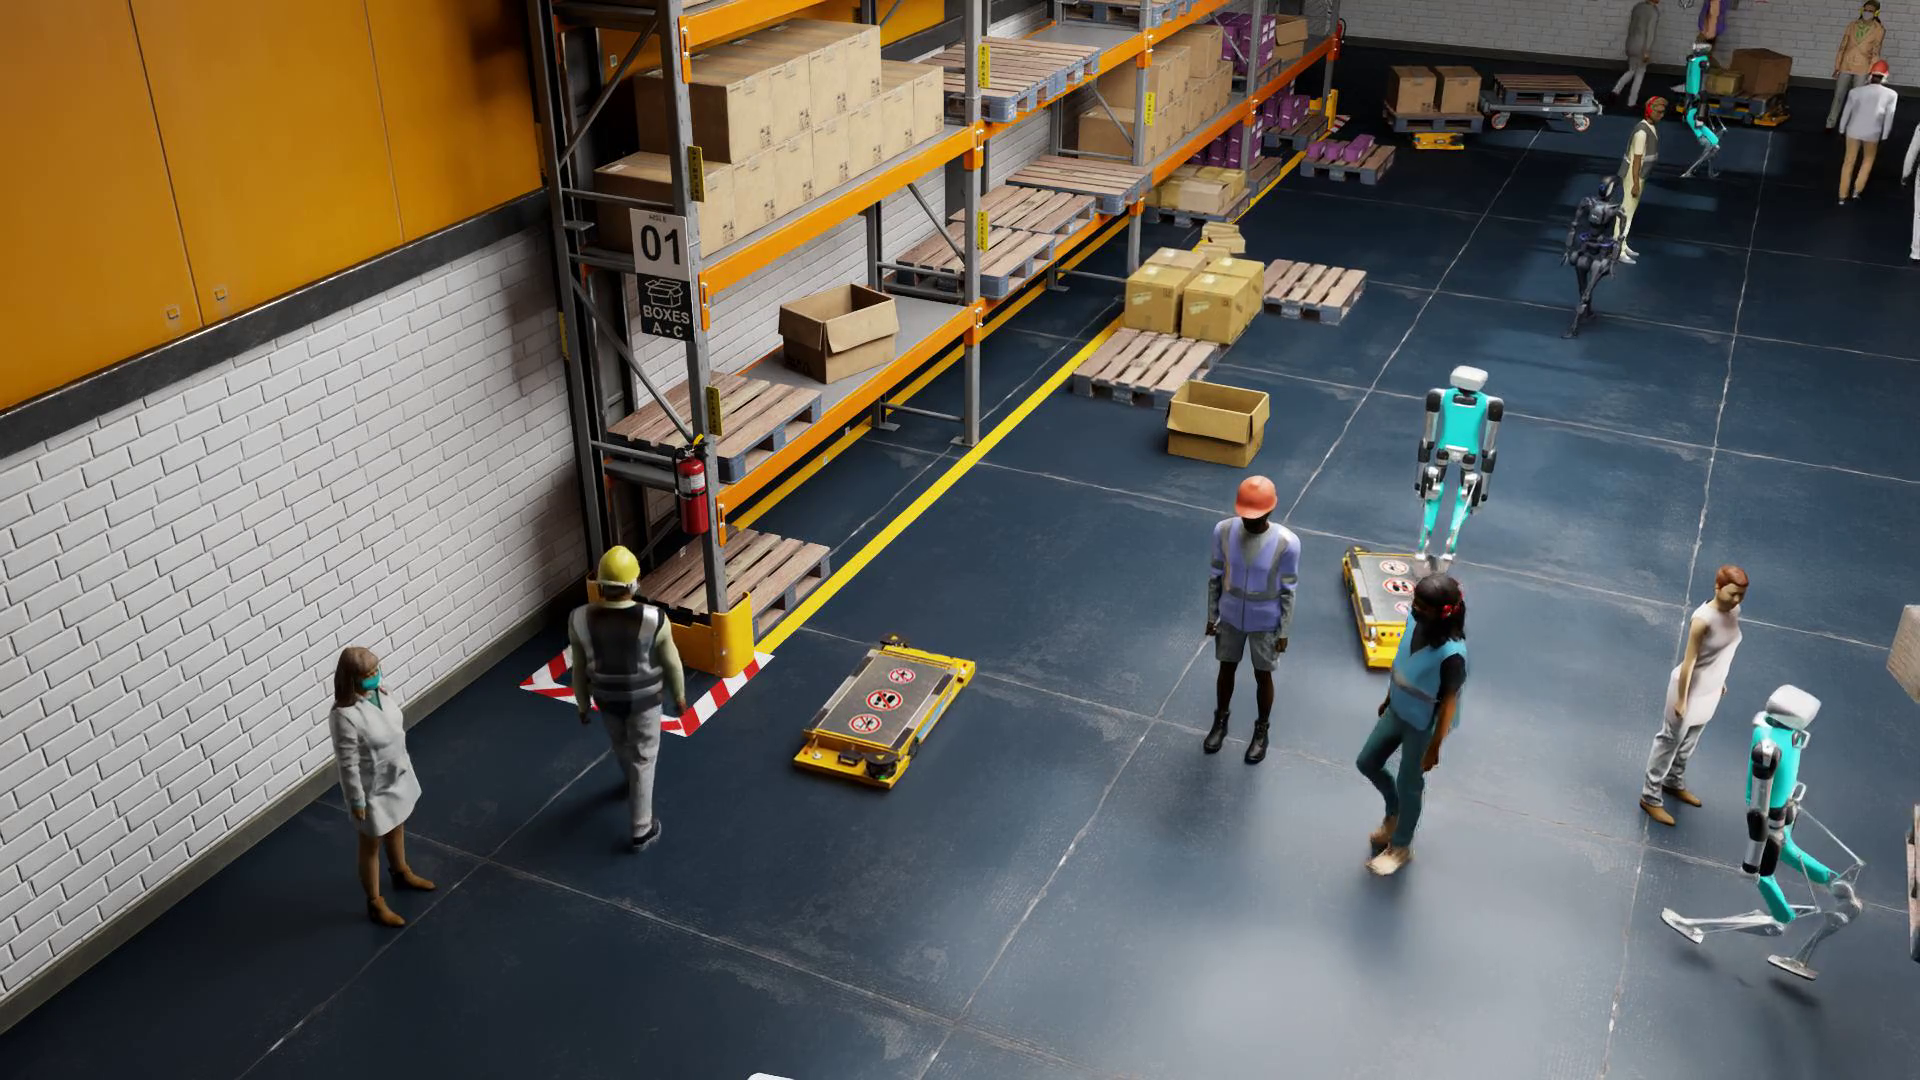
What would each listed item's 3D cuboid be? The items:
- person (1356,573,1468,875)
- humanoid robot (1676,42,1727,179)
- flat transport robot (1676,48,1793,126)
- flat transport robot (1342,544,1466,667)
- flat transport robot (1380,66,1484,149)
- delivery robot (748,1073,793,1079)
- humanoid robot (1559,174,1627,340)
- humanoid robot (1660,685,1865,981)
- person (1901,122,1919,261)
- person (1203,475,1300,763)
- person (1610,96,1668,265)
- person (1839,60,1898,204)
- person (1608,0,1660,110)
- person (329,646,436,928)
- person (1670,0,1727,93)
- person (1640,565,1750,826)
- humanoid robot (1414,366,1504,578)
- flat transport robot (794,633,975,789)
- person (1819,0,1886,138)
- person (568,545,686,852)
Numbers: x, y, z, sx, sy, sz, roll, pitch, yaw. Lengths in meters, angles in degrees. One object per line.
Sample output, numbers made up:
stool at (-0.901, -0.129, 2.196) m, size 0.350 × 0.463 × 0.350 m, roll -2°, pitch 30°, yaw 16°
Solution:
person at (2.499, 1.007, 9.181) m, size 0.449 × 1.854 × 0.576 m, roll -11°, pitch 30°, yaw -19°
humanoid robot at (9.644, -5.435, 21.346) m, size 0.833 × 1.864 × 0.550 m, roll 0°, pitch 28°, yaw -1°
flat transport robot at (11.392, -6.344, 24.492) m, size 1.431 × 0.231 × 0.659 m, roll 22°, pitch 35°, yaw 35°
flat transport robot at (3.147, 0.466, 11.864) m, size 0.659 × 0.231 × 1.431 m, roll 2°, pitch 28°, yaw 4°
flat transport robot at (6.598, -5.757, 23.404) m, size 0.659 × 0.231 × 1.431 m, roll 0°, pitch 28°, yaw 1°
delivery robot at (-0.897, 2.762, 7.322) m, size 0.499 × 0.610 × 0.788 m, roll 7°, pitch 29°, yaw 12°
humanoid robot at (6.331, -2.854, 16.594) m, size 0.789 × 1.628 × 0.602 m, roll -24°, pitch 36°, yaw -37°
humanoid robot at (4.168, 1.540, 8.320) m, size 1.019 × 1.731 × 0.568 m, roll 19°, pitch 34°, yaw 31°
person at (10.977, -4.131, 18.724) m, size 0.668 × 1.838 × 1.068 m, roll 10°, pitch 30°, yaw 18°
person at (1.745, 0.476, 10.103) m, size 0.543 × 1.929 × 0.385 m, roll 13°, pitch 31°, yaw 23°
person at (7.532, -4.023, 18.534) m, size 0.394 × 1.839 × 0.563 m, roll 14°, pitch 31°, yaw 25°
person at (11.178, -5.052, 20.540) m, size 0.588 × 1.733 × 0.598 m, roll 17°, pitch 33°, yaw 29°
person at (10.018, -7.278, 24.603) m, size 0.497 × 1.810 × 0.533 m, roll -11°, pitch 30°, yaw -20°
person at (-3.089, 1.290, 8.865) m, size 0.337 × 1.660 × 0.497 m, roll 8°, pitch 29°, yaw 14°
person at (11.500, -7.789, 25.441) m, size 0.750 × 1.908 × 0.561 m, roll 16°, pitch 32°, yaw 26°
person at (4.287, 0.875, 9.640) m, size 0.442 × 1.656 × 0.285 m, roll -19°, pitch 34°, yaw -31°
humanoid robot at (3.432, -0.242, 11.737) m, size 0.530 × 1.874 × 0.771 m, roll 12°, pitch 30°, yaw 21°
flat transport robot at (-0.460, 1.079, 10.727) m, size 0.659 × 0.231 × 1.431 m, roll 11°, pitch 30°, yaw 19°
person at (12.527, -6.596, 23.269) m, size 0.550 × 1.877 × 0.414 m, roll 24°, pitch 36°, yaw 37°
person at (-1.887, 0.866, 9.545) m, size 0.614 × 1.790 × 0.837 m, roll 1°, pitch 28°, yaw 3°
